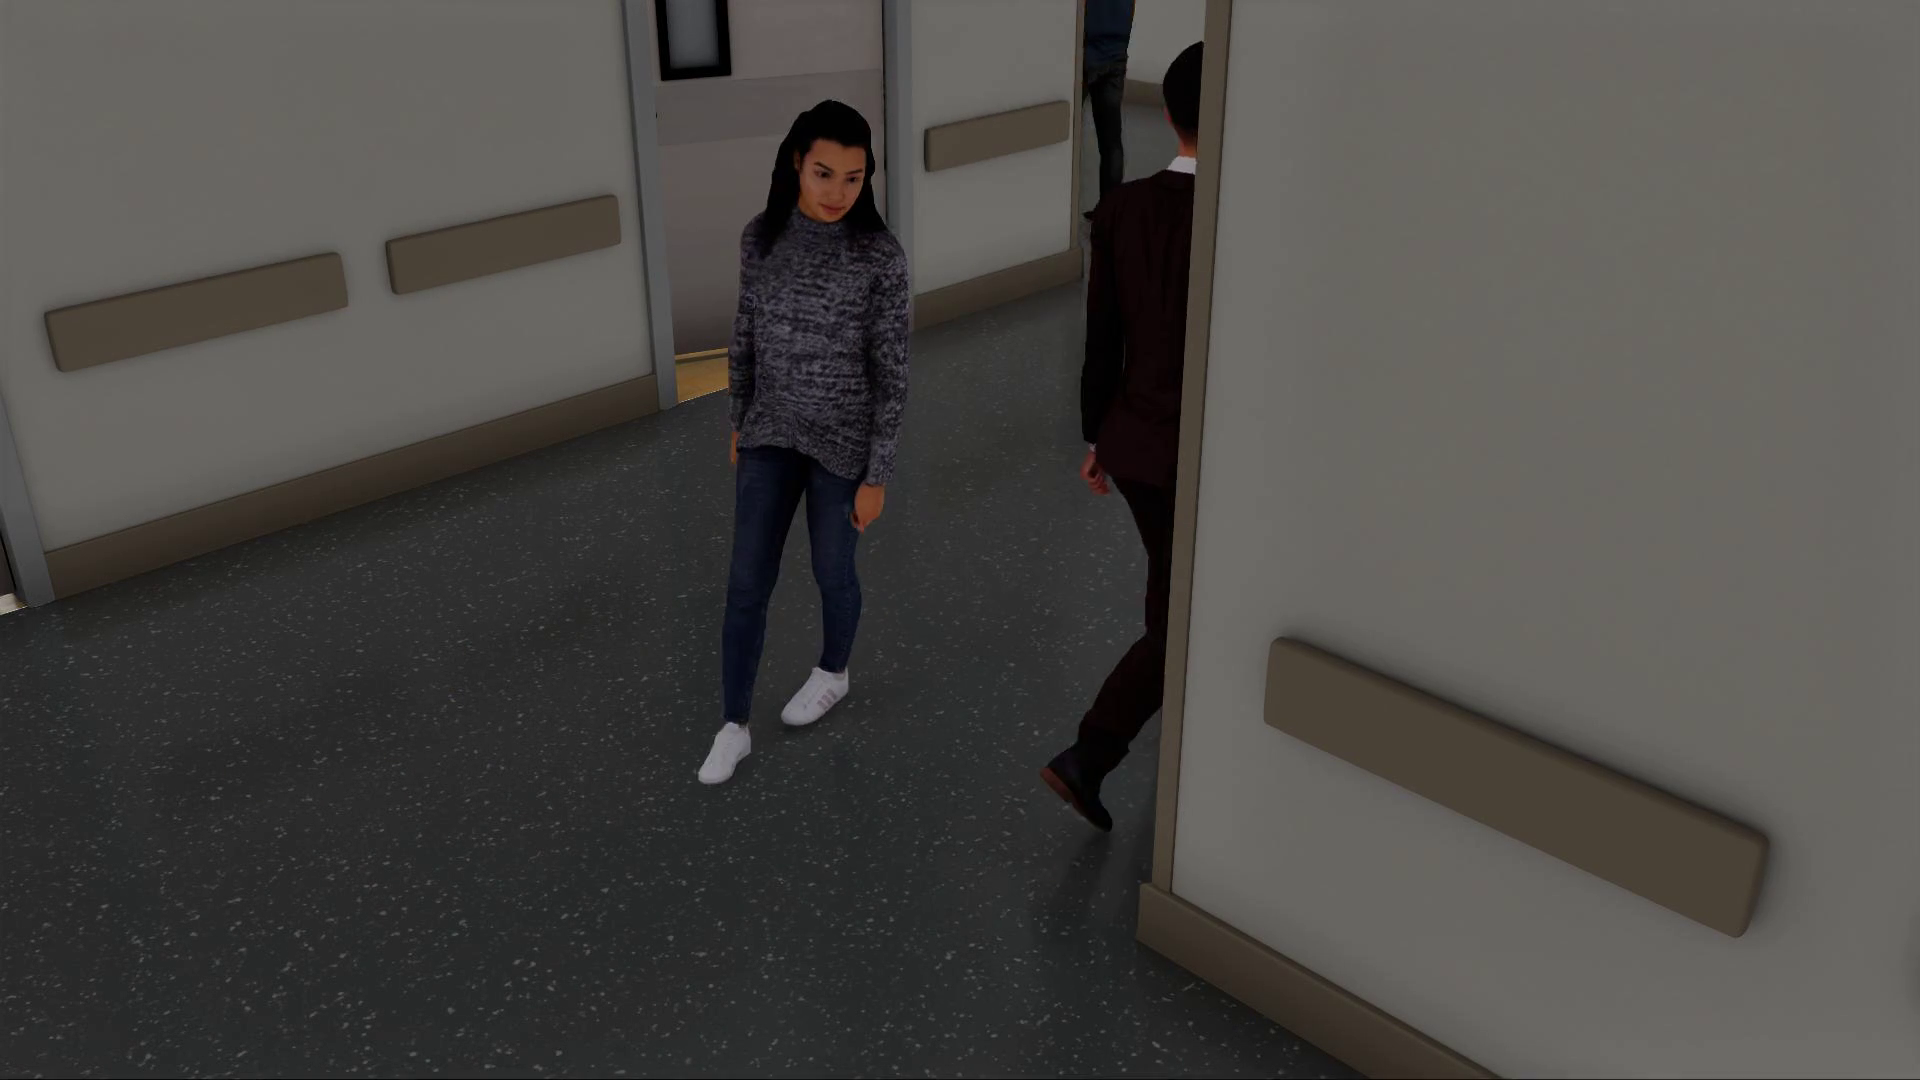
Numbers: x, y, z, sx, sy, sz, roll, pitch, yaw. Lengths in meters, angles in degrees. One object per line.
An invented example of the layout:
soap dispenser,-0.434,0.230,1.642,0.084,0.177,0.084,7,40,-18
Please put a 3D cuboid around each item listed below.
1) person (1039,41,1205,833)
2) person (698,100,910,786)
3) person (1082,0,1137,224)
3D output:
person,0.485,-0.186,3.882,1.130,1.848,0.681,-23,34,-39
person,-0.315,-0.256,4.201,0.896,1.697,1.007,11,28,21
person,0.758,-2.527,8.800,0.918,1.793,0.895,-13,29,-25
